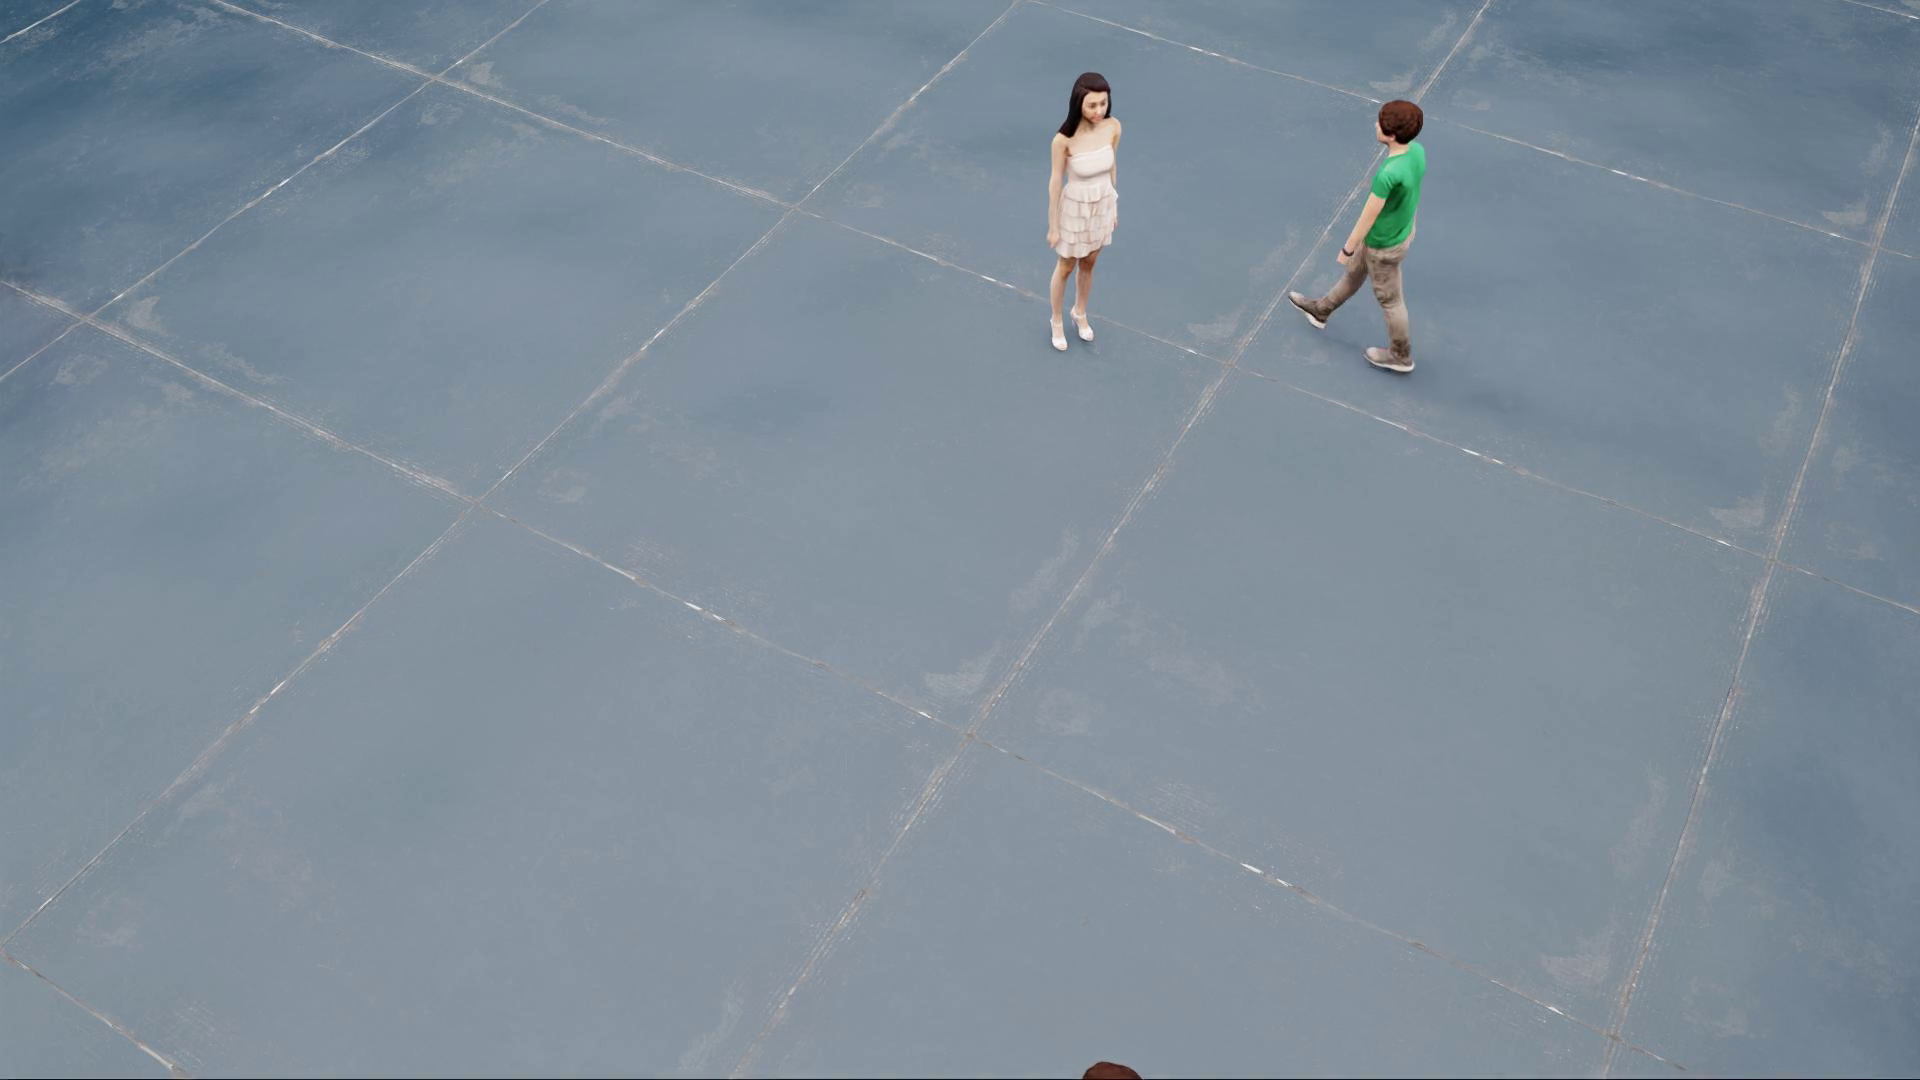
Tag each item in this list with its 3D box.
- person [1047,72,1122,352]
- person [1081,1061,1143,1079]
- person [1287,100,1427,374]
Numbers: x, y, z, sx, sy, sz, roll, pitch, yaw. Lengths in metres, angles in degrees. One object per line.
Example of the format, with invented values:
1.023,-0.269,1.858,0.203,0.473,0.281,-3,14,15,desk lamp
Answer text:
0.665,-1.764,9.017,0.663,1.735,0.694,-20,50,-18,person
0.430,2.145,5.318,0.719,1.859,0.711,-3,47,-3,person
2.374,-1.578,8.924,1.053,1.619,0.633,25,52,22,person
